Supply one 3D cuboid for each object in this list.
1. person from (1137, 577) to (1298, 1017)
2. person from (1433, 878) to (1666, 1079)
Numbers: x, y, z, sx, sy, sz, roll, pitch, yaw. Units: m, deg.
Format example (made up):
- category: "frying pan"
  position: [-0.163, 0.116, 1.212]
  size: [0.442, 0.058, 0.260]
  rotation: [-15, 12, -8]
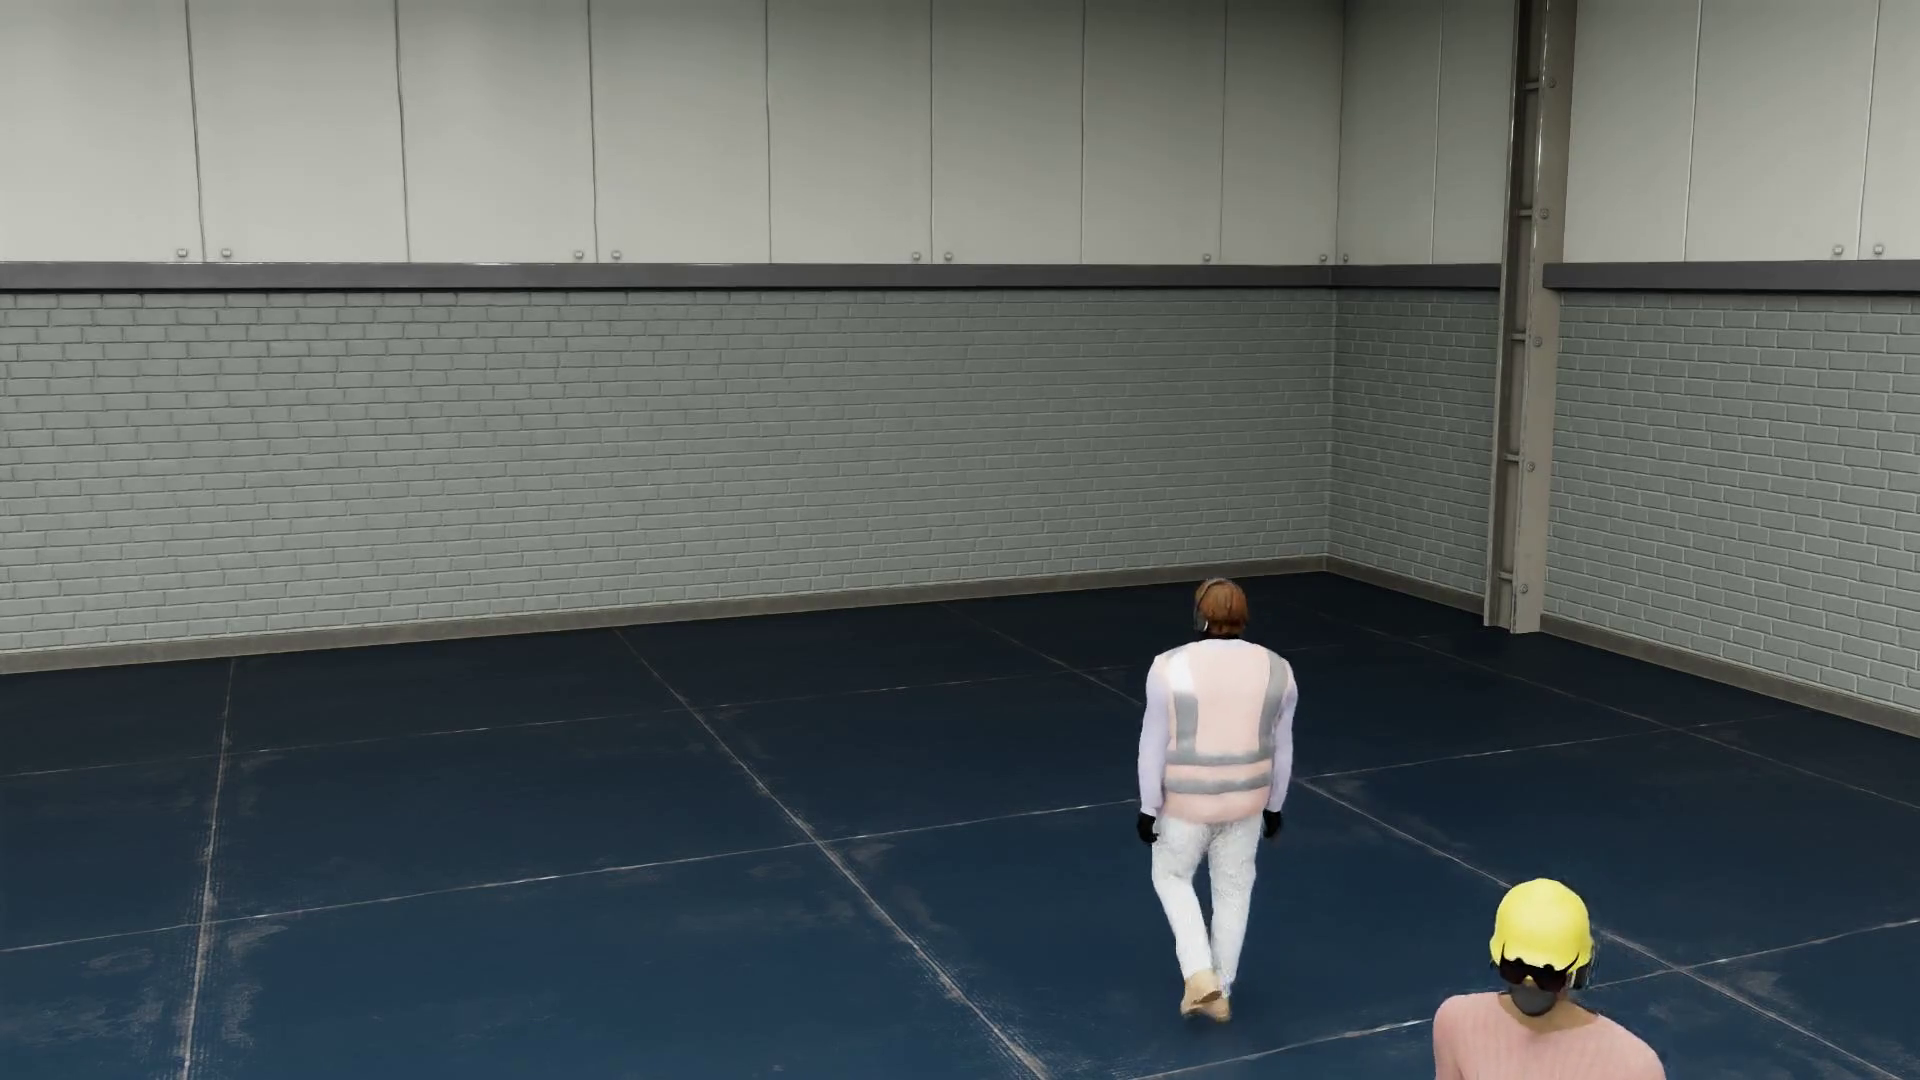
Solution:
- category: "person"
  position: [1.028, 1.059, 6.724]
  size: [0.651, 1.831, 0.446]
  rotation: [-1, 9, -9]
- category: "person"
  position: [1.253, 1.592, 3.654]
  size: [0.535, 1.747, 0.622]
  rotation: [6, 11, 33]
